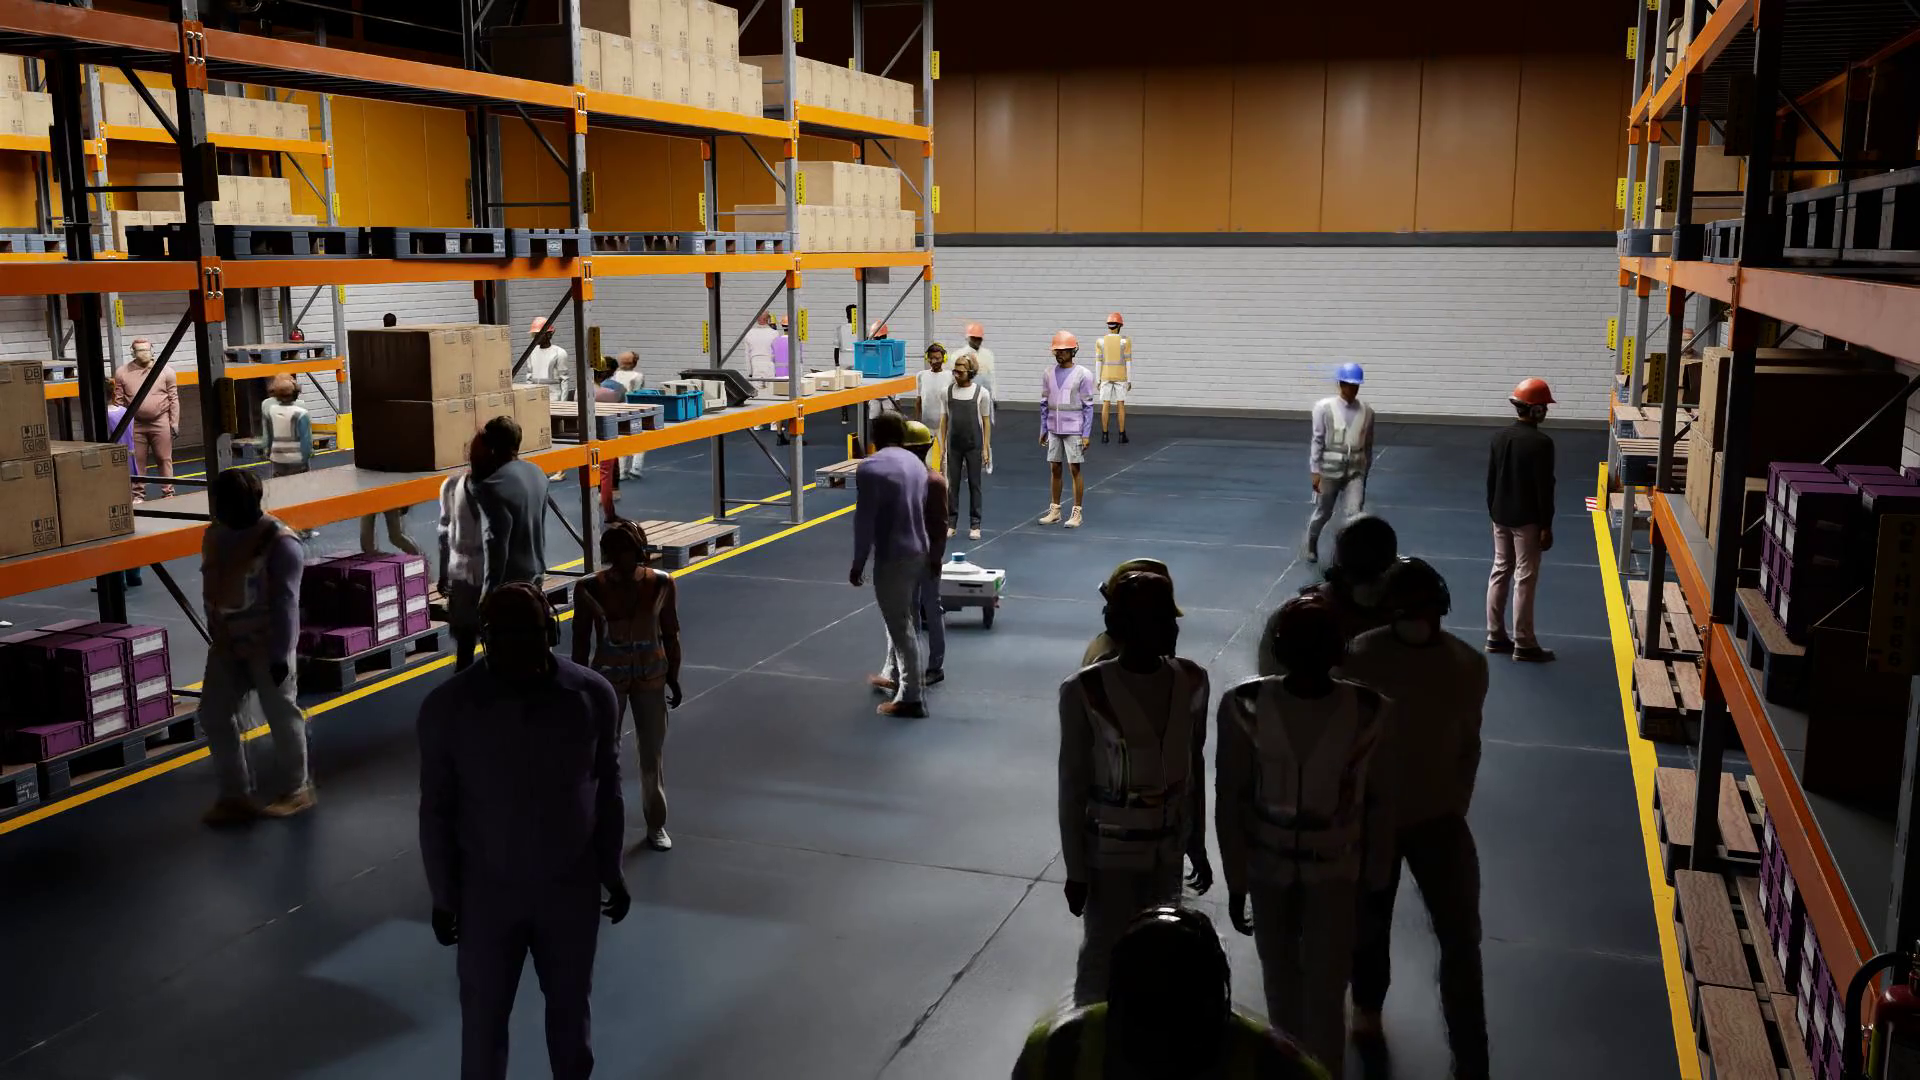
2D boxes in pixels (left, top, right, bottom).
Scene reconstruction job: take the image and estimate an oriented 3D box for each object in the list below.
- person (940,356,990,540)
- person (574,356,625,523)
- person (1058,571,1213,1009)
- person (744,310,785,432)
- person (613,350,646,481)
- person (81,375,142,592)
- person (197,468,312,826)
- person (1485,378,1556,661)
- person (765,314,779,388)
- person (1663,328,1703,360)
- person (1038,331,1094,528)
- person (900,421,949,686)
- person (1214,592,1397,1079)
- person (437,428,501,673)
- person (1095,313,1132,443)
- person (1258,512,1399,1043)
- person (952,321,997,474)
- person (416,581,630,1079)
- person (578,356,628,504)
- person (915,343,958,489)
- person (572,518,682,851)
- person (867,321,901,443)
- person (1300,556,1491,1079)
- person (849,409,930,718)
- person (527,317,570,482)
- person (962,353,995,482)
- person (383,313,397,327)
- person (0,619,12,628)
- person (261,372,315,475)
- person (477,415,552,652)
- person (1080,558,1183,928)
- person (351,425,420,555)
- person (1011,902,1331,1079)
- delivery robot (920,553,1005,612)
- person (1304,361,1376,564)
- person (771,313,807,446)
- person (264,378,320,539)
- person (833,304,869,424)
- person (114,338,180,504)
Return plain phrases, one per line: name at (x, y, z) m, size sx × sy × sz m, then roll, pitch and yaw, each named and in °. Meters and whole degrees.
person at (0.047, -0.914, 16.538) m, size 0.506 × 1.839 × 0.350 m, roll 2°, pitch 10°, yaw 14°
person at (-3.811, -1.059, 17.557) m, size 0.533 × 1.768 × 0.311 m, roll 4°, pitch 11°, yaw 21°
person at (0.582, 1.030, 5.462) m, size 0.575 × 1.884 × 0.355 m, roll -6°, pitch 12°, yaw -30°
person at (-3.047, -2.658, 26.151) m, size 0.648 × 1.913 × 0.409 m, roll 3°, pitch 11°, yaw 19°
person at (-4.097, -1.537, 20.654) m, size 0.520 × 1.625 × 0.420 m, roll 5°, pitch 11°, yaw 28°
person at (-7.174, -0.481, 14.078) m, size 0.390 × 1.846 × 0.565 m, roll 1°, pitch 10°, yaw 5°
person at (-3.609, 0.547, 8.356) m, size 0.667 × 1.818 × 0.657 m, roll 5°, pitch 11°, yaw 26°
person at (3.983, -0.148, 11.778) m, size 0.389 × 1.996 × 0.612 m, roll -4°, pitch 11°, yaw -20°
person at (-3.195, -2.924, 28.059) m, size 0.310 × 1.768 × 0.533 m, roll -2°, pitch 10°, yaw -13°
person at (8.958, -1.683, 20.682) m, size 0.652 × 1.904 × 0.402 m, roll -1°, pitch 10°, yaw -6°
person at (1.079, -1.143, 17.251) m, size 0.614 × 2.042 × 0.373 m, roll 7°, pitch 12°, yaw 35°
person at (-0.294, 0.086, 11.111) m, size 0.312 × 1.768 × 0.529 m, roll -9°, pitch 14°, yaw -42°
person at (1.082, 1.082, 5.286) m, size 0.564 × 1.833 × 0.951 m, roll 3°, pitch 10°, yaw 16°
person at (-2.872, 0.248, 9.907) m, size 0.622 × 1.864 × 0.952 m, roll 0°, pitch 10°, yaw 0°
person at (2.275, -2.388, 24.587) m, size 0.543 × 1.928 × 0.374 m, roll 3°, pitch 10°, yaw 14°
person at (1.481, 0.777, 6.445) m, size 0.690 × 2.000 × 1.004 m, roll 1°, pitch 10°, yaw 3°
person at (0.143, -1.869, 21.603) m, size 0.606 × 1.953 × 0.966 m, roll -6°, pitch 12°, yaw -32°
person at (-1.343, 1.065, 5.199) m, size 0.638 × 1.910 × 0.407 m, roll -5°, pitch 11°, yaw -27°
person at (-4.052, -1.247, 18.910) m, size 0.667 × 1.659 × 0.397 m, roll -9°, pitch 13°, yaw -40°
person at (-0.270, -1.229, 18.228) m, size 0.510 × 1.870 × 0.328 m, roll 2°, pitch 10°, yaw 11°
person at (-1.593, 0.704, 7.991) m, size 0.522 × 1.637 × 0.310 m, roll -3°, pitch 11°, yaw -19°
person at (-1.038, -1.907, 21.882) m, size 0.545 × 1.932 × 0.386 m, roll 4°, pitch 11°, yaw 20°
person at (1.564, 0.965, 5.857) m, size 0.620 × 1.874 × 0.955 m, roll -2°, pitch 10°, yaw -11°
person at (-0.431, 0.130, 10.511) m, size 0.763 × 1.884 × 0.673 m, roll 6°, pitch 12°, yaw 32°
person at (-5.104, -1.728, 20.543) m, size 0.609 × 2.044 × 0.395 m, roll 5°, pitch 11°, yaw 27°
person at (0.206, -1.540, 20.722) m, size 0.528 × 1.603 × 0.607 m, roll 4°, pitch 11°, yaw 24°
person at (-8.481, -2.427, 24.875) m, size 0.592 × 1.913 × 0.392 m, roll -7°, pitch 12°, yaw -35°
person at (-7.437, -0.102, 12.539) m, size 0.279 × 1.634 × 0.499 m, roll 2°, pitch 10°, yaw 10°
person at (-7.115, -0.974, 17.551) m, size 0.512 × 1.598 × 0.824 m, roll 2°, pitch 10°, yaw 9°
person at (-2.637, 0.229, 9.815) m, size 0.370 × 1.940 × 0.627 m, roll 2°, pitch 10°, yaw 14°
person at (0.610, 0.963, 6.011) m, size 0.403 × 1.823 × 0.588 m, roll 0°, pitch 10°, yaw 2°
person at (-4.737, -0.416, 13.725) m, size 0.526 × 1.843 × 0.817 m, roll 3°, pitch 10°, yaw 15°
person at (0.406, 1.486, 3.234) m, size 0.634 × 1.780 × 1.021 m, roll 4°, pitch 11°, yaw 19°
delivery robot at (-0.011, 0.342, 12.815) m, size 0.707 × 0.478 × 0.477 m, roll 2°, pitch 10°, yaw 10°
person at (3.352, -0.634, 14.737) m, size 0.611 × 1.924 × 0.852 m, roll -1°, pitch 10°, yaw -6°
person at (-2.488, -2.327, 24.218) m, size 0.548 × 1.937 × 0.379 m, roll 7°, pitch 12°, yaw 35°
person at (-6.636, -0.776, 16.355) m, size 0.516 × 1.620 × 0.661 m, roll 2°, pitch 10°, yaw 12°
person at (-1.769, -2.878, 27.235) m, size 0.609 × 1.965 × 0.369 m, roll 2°, pitch 10°, yaw 11°
person at (-8.983, -1.278, 18.394) m, size 0.654 × 1.905 × 0.408 m, roll -3°, pitch 11°, yaw -18°
